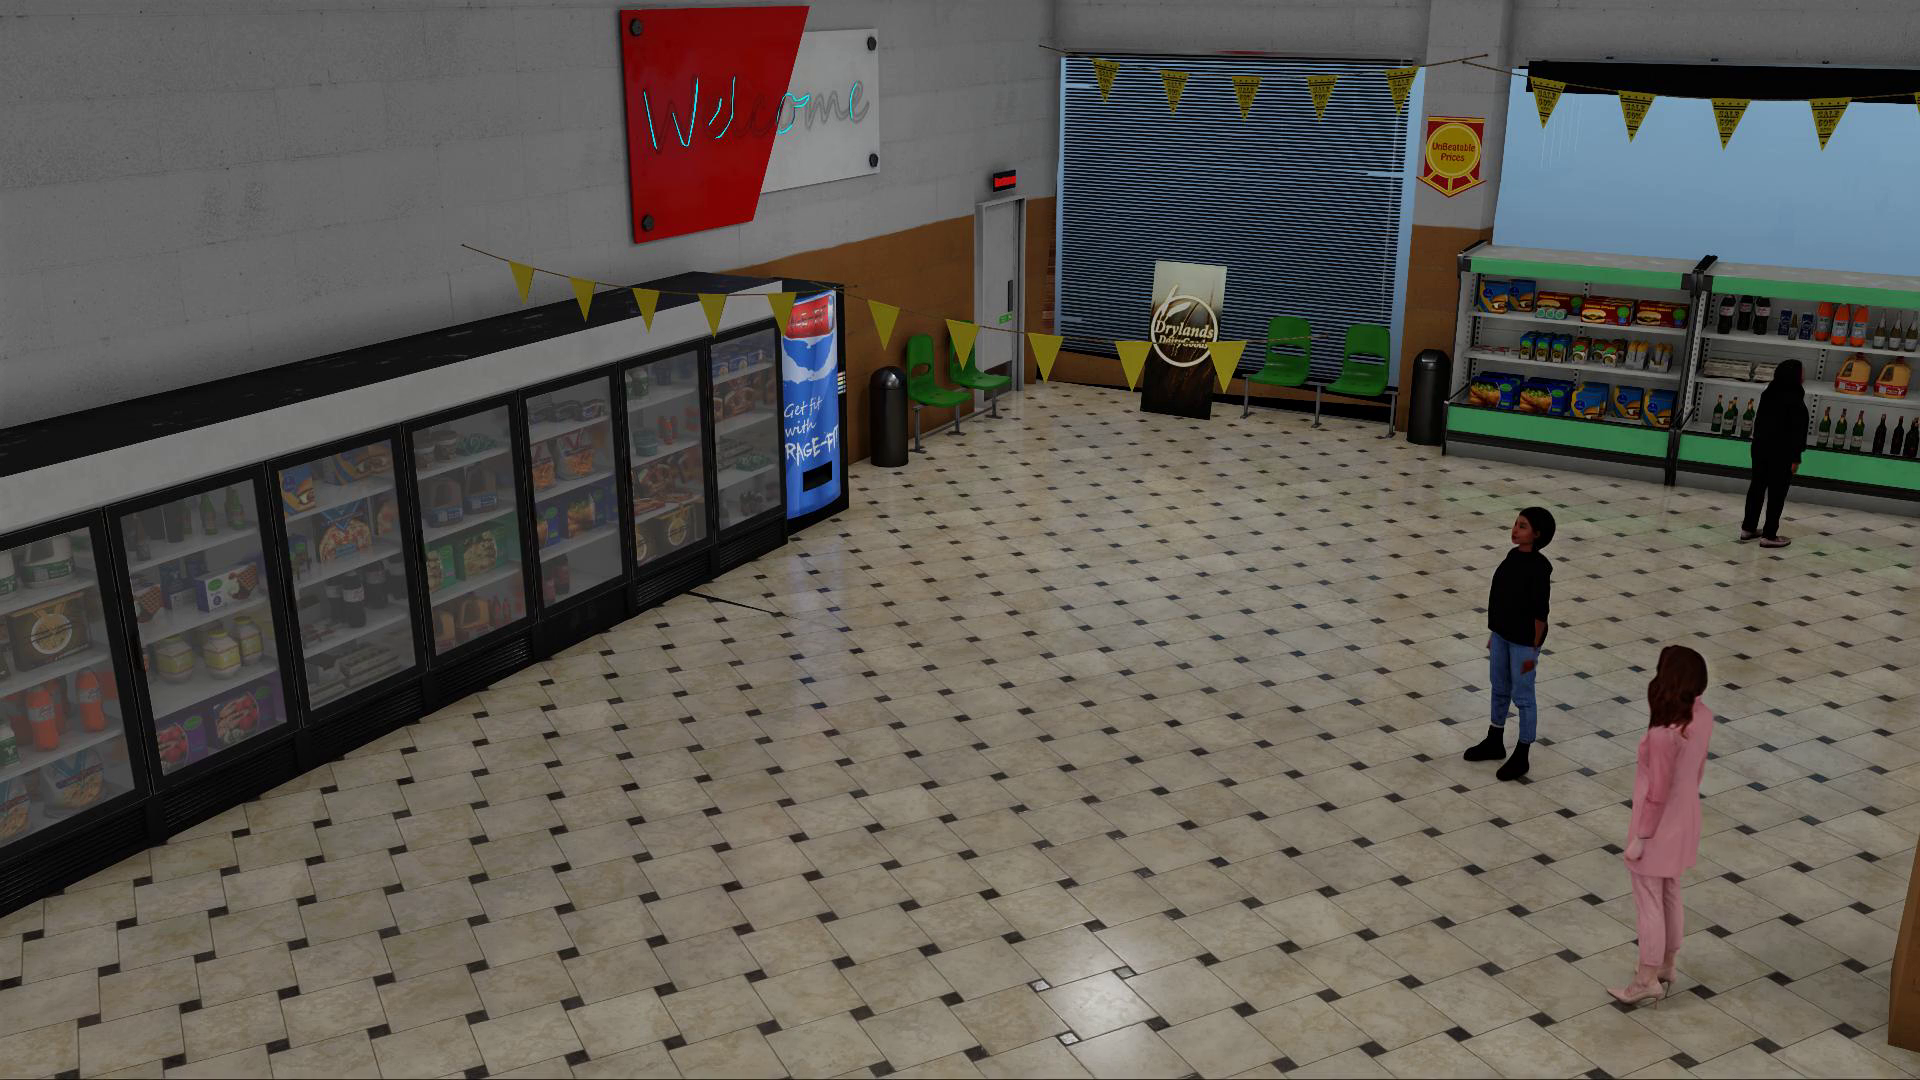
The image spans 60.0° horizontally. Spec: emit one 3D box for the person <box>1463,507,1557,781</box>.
[{"bbox_3d":[3.388,0.609,10.108,0.717,1.702,0.642,-7,20,-21],"label":"person"}]

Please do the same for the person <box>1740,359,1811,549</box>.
[{"bbox_3d":[7.000,-0.753,14.283,0.827,1.615,0.760,-6,20,-18],"label":"person"}]

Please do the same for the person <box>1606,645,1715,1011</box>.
[{"bbox_3d":[3.293,1.347,7.764,0.688,1.801,0.652,-14,23,-36],"label":"person"}]
